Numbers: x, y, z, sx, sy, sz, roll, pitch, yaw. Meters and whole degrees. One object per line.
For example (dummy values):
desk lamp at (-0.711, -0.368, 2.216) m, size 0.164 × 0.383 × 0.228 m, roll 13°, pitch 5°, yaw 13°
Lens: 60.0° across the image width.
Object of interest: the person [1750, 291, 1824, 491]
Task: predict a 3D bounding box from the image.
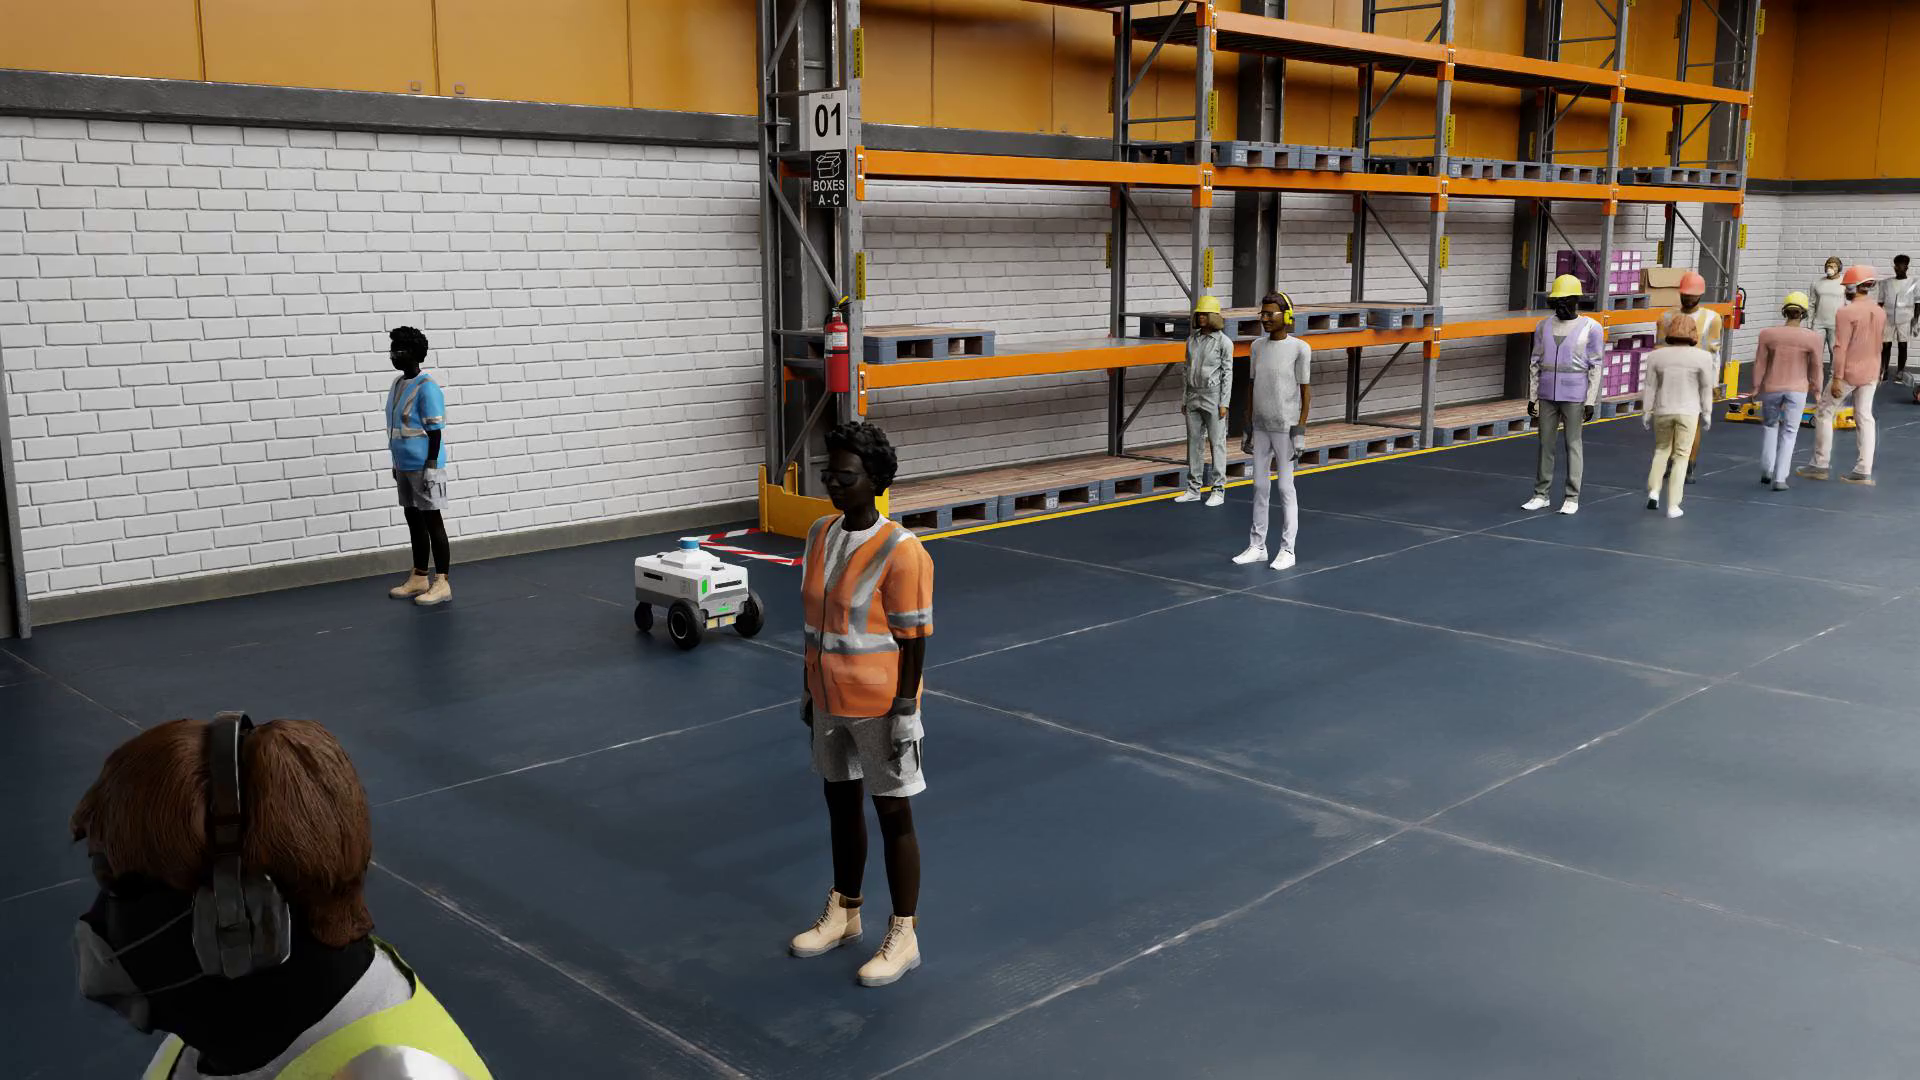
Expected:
person at (7.301, -1.309, 14.665) m, size 0.560 × 1.745 × 0.540 m, roll 8°, pitch 13°, yaw 36°

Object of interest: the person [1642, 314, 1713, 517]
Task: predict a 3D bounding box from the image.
person at (5.731, -0.988, 13.297) m, size 0.499 × 1.621 × 0.366 m, roll 8°, pitch 13°, yaw 38°

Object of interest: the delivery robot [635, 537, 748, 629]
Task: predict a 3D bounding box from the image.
delivery robot at (-1.509, 0.226, 9.310) m, size 0.477 × 0.478 × 0.707 m, roll -10°, pitch 14°, yaw -44°

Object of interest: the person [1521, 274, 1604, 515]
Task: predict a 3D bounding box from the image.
person at (4.867, -1.173, 13.450) m, size 0.368 × 1.927 × 0.589 m, roll -10°, pitch 14°, yaw -44°

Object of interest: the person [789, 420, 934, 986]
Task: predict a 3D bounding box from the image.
person at (-0.302, 0.485, 5.033) m, size 0.318 × 1.700 × 0.537 m, roll -10°, pitch 14°, yaw -44°

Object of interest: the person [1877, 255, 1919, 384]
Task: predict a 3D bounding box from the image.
person at (14.180, -3.325, 25.153) m, size 0.642 × 1.950 × 0.424 m, roll 10°, pitch 14°, yaw 43°

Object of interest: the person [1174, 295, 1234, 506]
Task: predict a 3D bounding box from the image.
person at (2.040, -1.158, 13.864) m, size 0.287 × 1.746 × 0.488 m, roll -10°, pitch 14°, yaw -44°

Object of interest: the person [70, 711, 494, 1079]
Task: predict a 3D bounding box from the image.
person at (-0.602, 1.067, 1.587) m, size 0.430 × 1.832 × 0.666 m, roll -7°, pitch 13°, yaw -34°

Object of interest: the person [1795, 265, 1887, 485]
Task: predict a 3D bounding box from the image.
person at (8.047, -1.506, 15.149) m, size 0.665 × 1.962 × 0.794 m, roll -4°, pitch 11°, yaw -23°

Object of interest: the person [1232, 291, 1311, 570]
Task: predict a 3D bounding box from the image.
person at (2.115, -0.738, 11.238) m, size 0.326 × 1.871 × 0.520 m, roll -10°, pitch 14°, yaw -44°

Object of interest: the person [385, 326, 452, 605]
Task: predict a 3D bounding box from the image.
person at (-3.322, -0.455, 10.167) m, size 0.318 × 1.696 × 0.537 m, roll -10°, pitch 14°, yaw -44°

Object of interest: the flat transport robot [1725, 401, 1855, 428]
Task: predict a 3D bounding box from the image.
flat transport robot at (9.965, -1.504, 19.772) m, size 0.652 × 0.197 × 1.431 m, roll -10°, pitch 14°, yaw -44°

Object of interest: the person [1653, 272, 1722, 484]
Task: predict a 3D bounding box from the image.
person at (6.595, -1.462, 15.119) m, size 0.631 × 1.902 × 0.686 m, roll 6°, pitch 12°, yaw 30°

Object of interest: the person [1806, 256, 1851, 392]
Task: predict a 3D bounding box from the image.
person at (12.363, -3.054, 23.676) m, size 0.370 × 1.939 × 0.631 m, roll -10°, pitch 14°, yaw -44°
